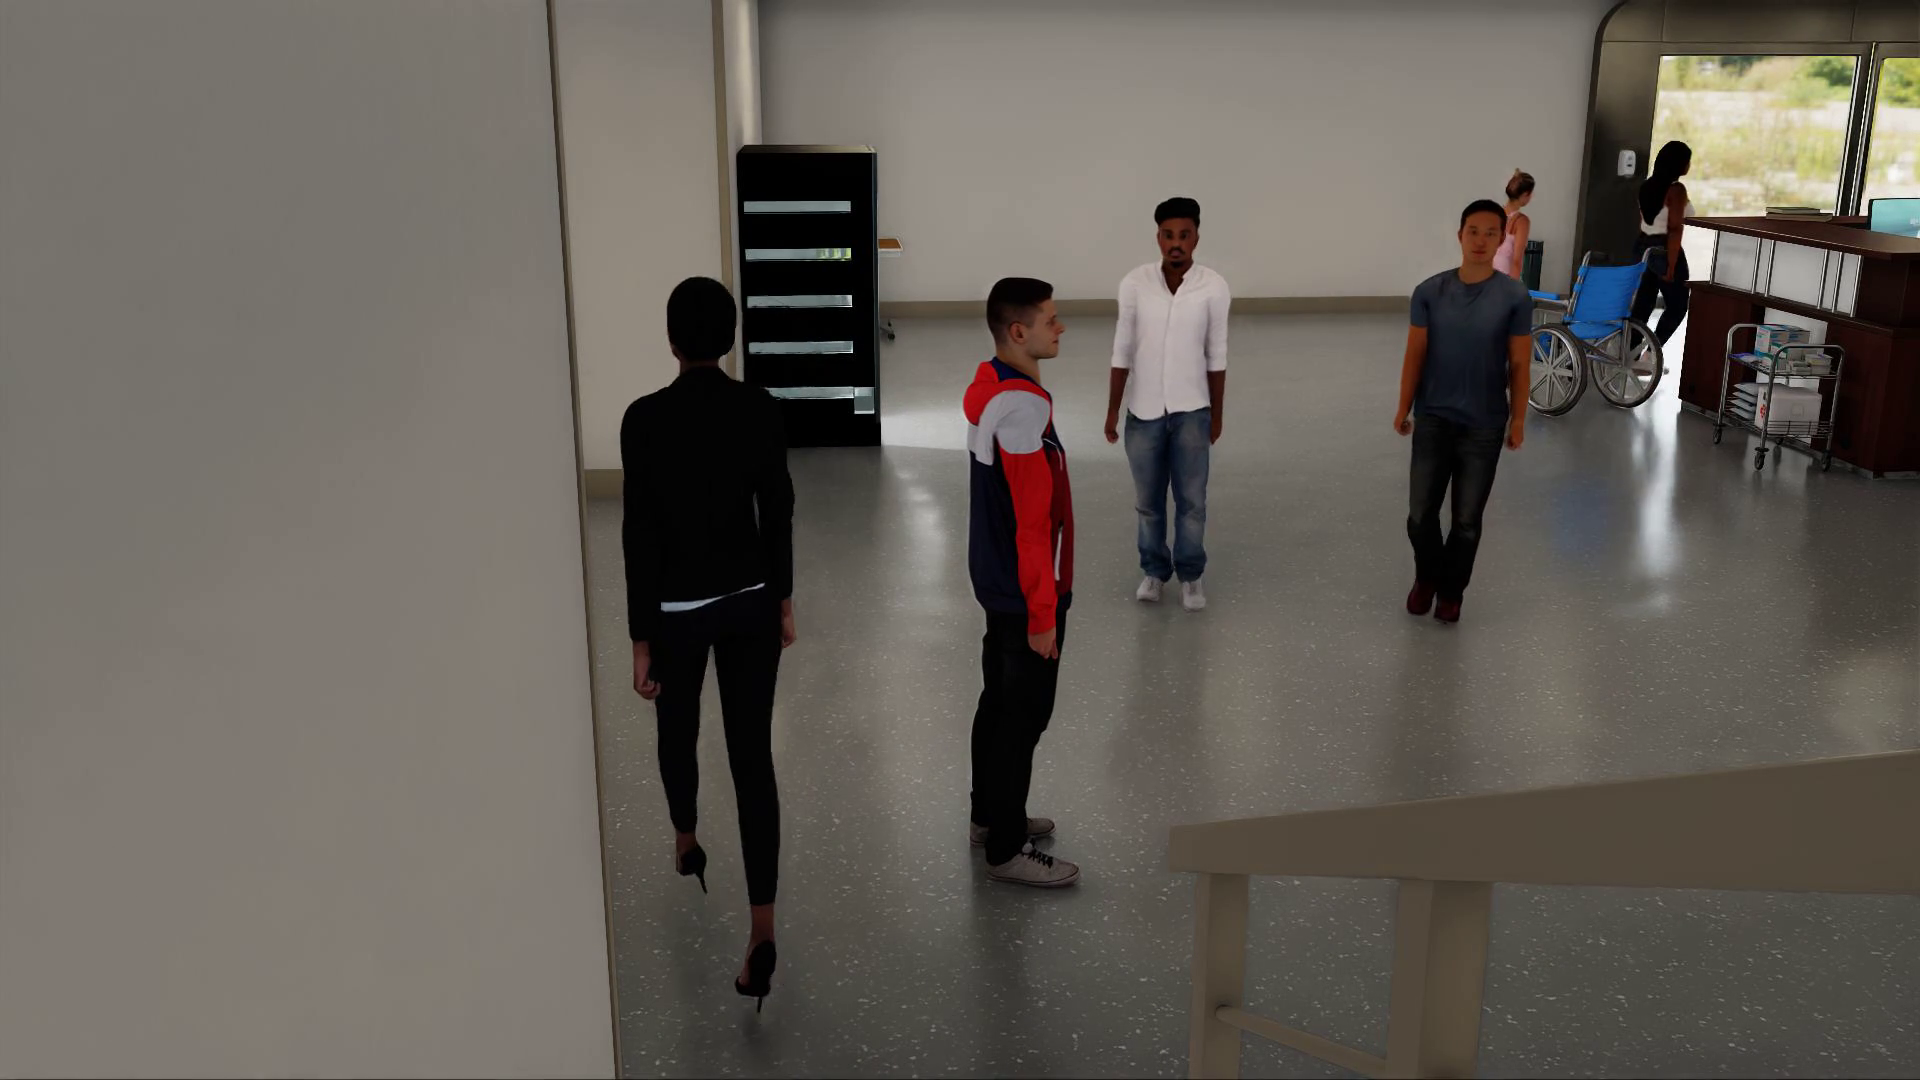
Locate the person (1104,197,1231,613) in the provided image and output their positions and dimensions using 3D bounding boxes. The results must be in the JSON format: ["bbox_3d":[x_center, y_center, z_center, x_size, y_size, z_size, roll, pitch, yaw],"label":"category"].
[{"bbox_3d":[0.932,-0.609,7.348,0.766,1.794,0.786,5,16,17],"label":"person"}]

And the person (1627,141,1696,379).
[{"bbox_3d":[5.245,-2.114,12.688,0.774,1.792,0.668,-6,17,-20],"label":"person"}]

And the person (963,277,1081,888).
[{"bbox_3d":[0.168,0.118,4.837,0.705,1.757,0.483,-2,16,-8],"label":"person"}]

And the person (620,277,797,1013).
[{"bbox_3d":[-0.589,0.298,4.157,0.822,1.778,1.205,-6,17,-19],"label":"person"}]

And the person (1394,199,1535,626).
[{"bbox_3d":[2.128,-0.534,7.072,0.791,1.798,0.781,6,17,19],"label":"person"}]
